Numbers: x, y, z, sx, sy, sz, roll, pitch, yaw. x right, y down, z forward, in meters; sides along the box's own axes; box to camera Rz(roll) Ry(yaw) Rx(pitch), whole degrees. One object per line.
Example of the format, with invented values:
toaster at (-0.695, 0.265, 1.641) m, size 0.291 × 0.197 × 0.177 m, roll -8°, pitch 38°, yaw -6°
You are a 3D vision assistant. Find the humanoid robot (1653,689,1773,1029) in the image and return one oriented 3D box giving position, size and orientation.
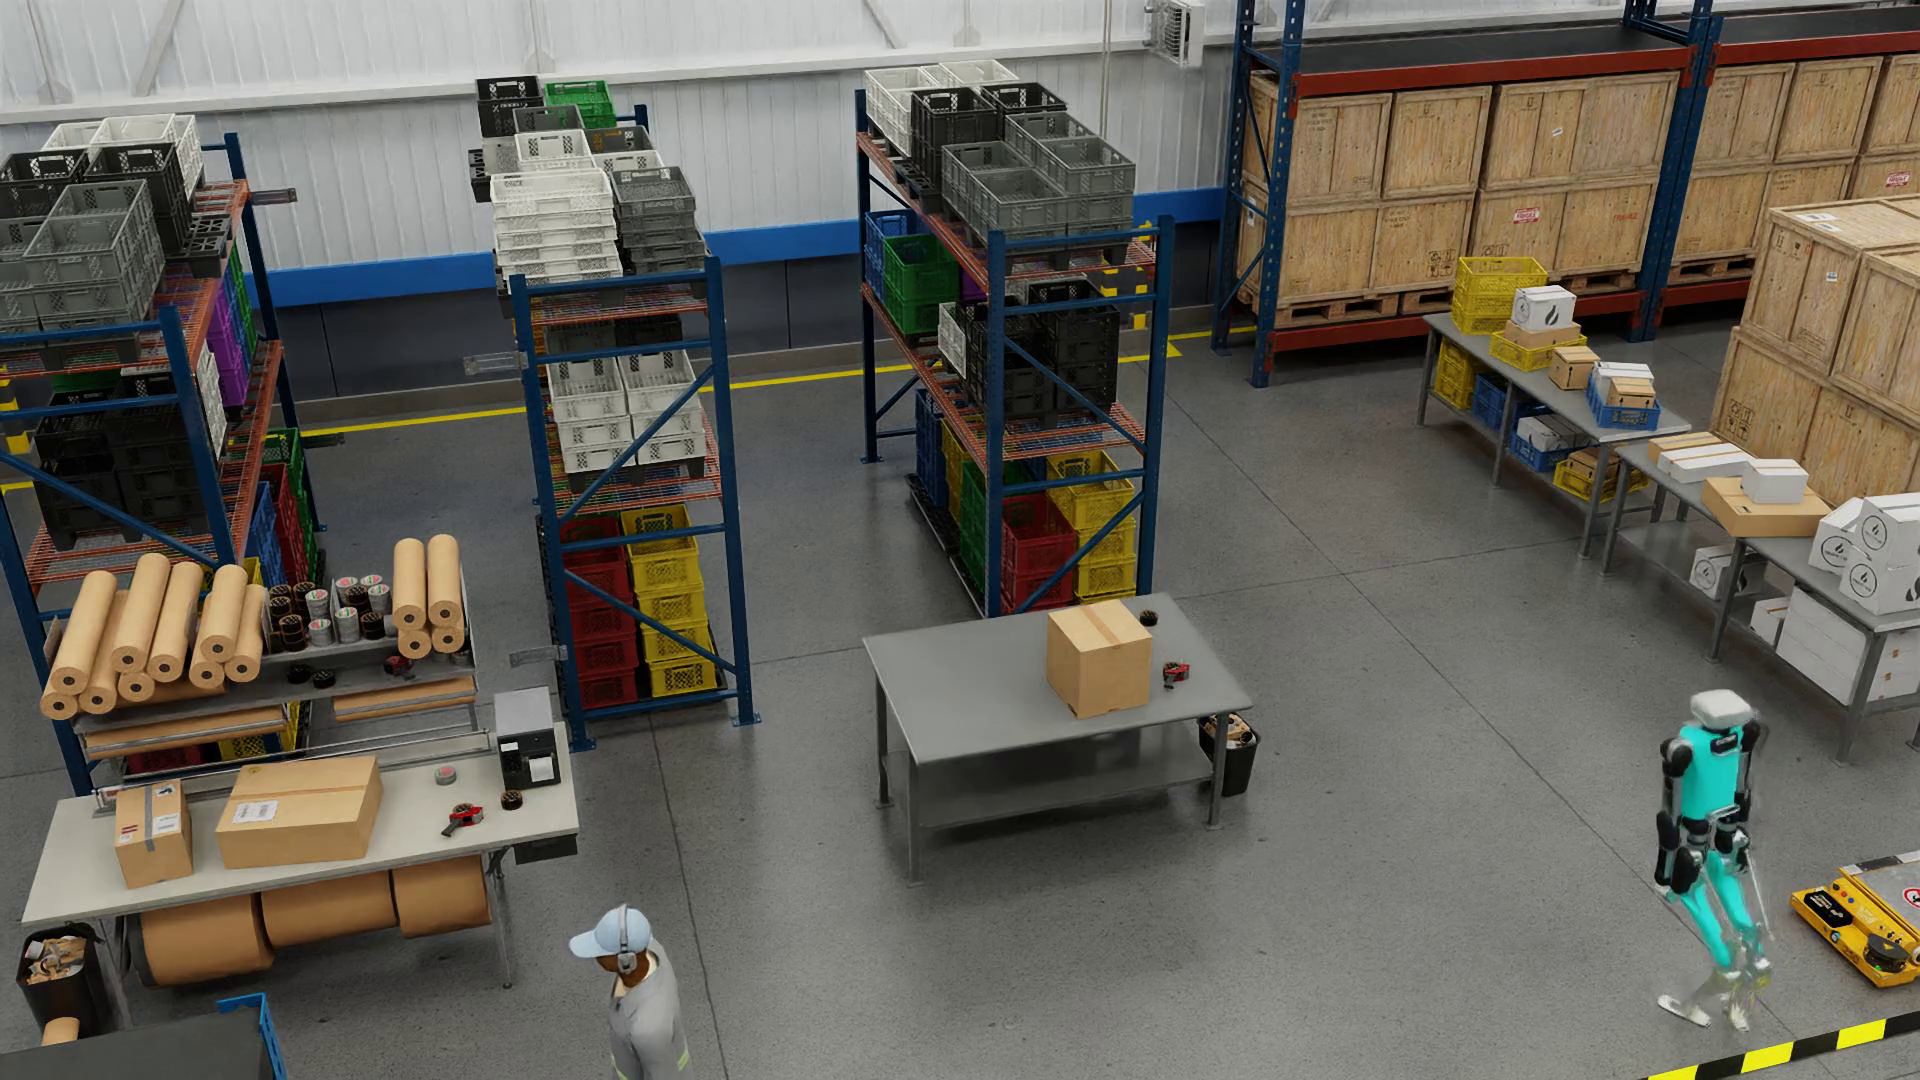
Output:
humanoid robot at (3.592, 1.592, 7.745) m, size 0.589 × 1.755 × 0.795 m, roll -13°, pitch 31°, yaw -22°

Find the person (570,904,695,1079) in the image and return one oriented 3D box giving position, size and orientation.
person at (-1.245, 2.175, 6.560) m, size 0.400 × 1.851 × 0.591 m, roll -7°, pitch 30°, yaw -13°

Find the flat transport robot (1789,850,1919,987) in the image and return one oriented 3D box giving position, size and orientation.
flat transport robot at (5.163, 1.916, 8.676) m, size 1.431 × 0.231 × 0.659 m, roll -8°, pitch 30°, yaw -14°
